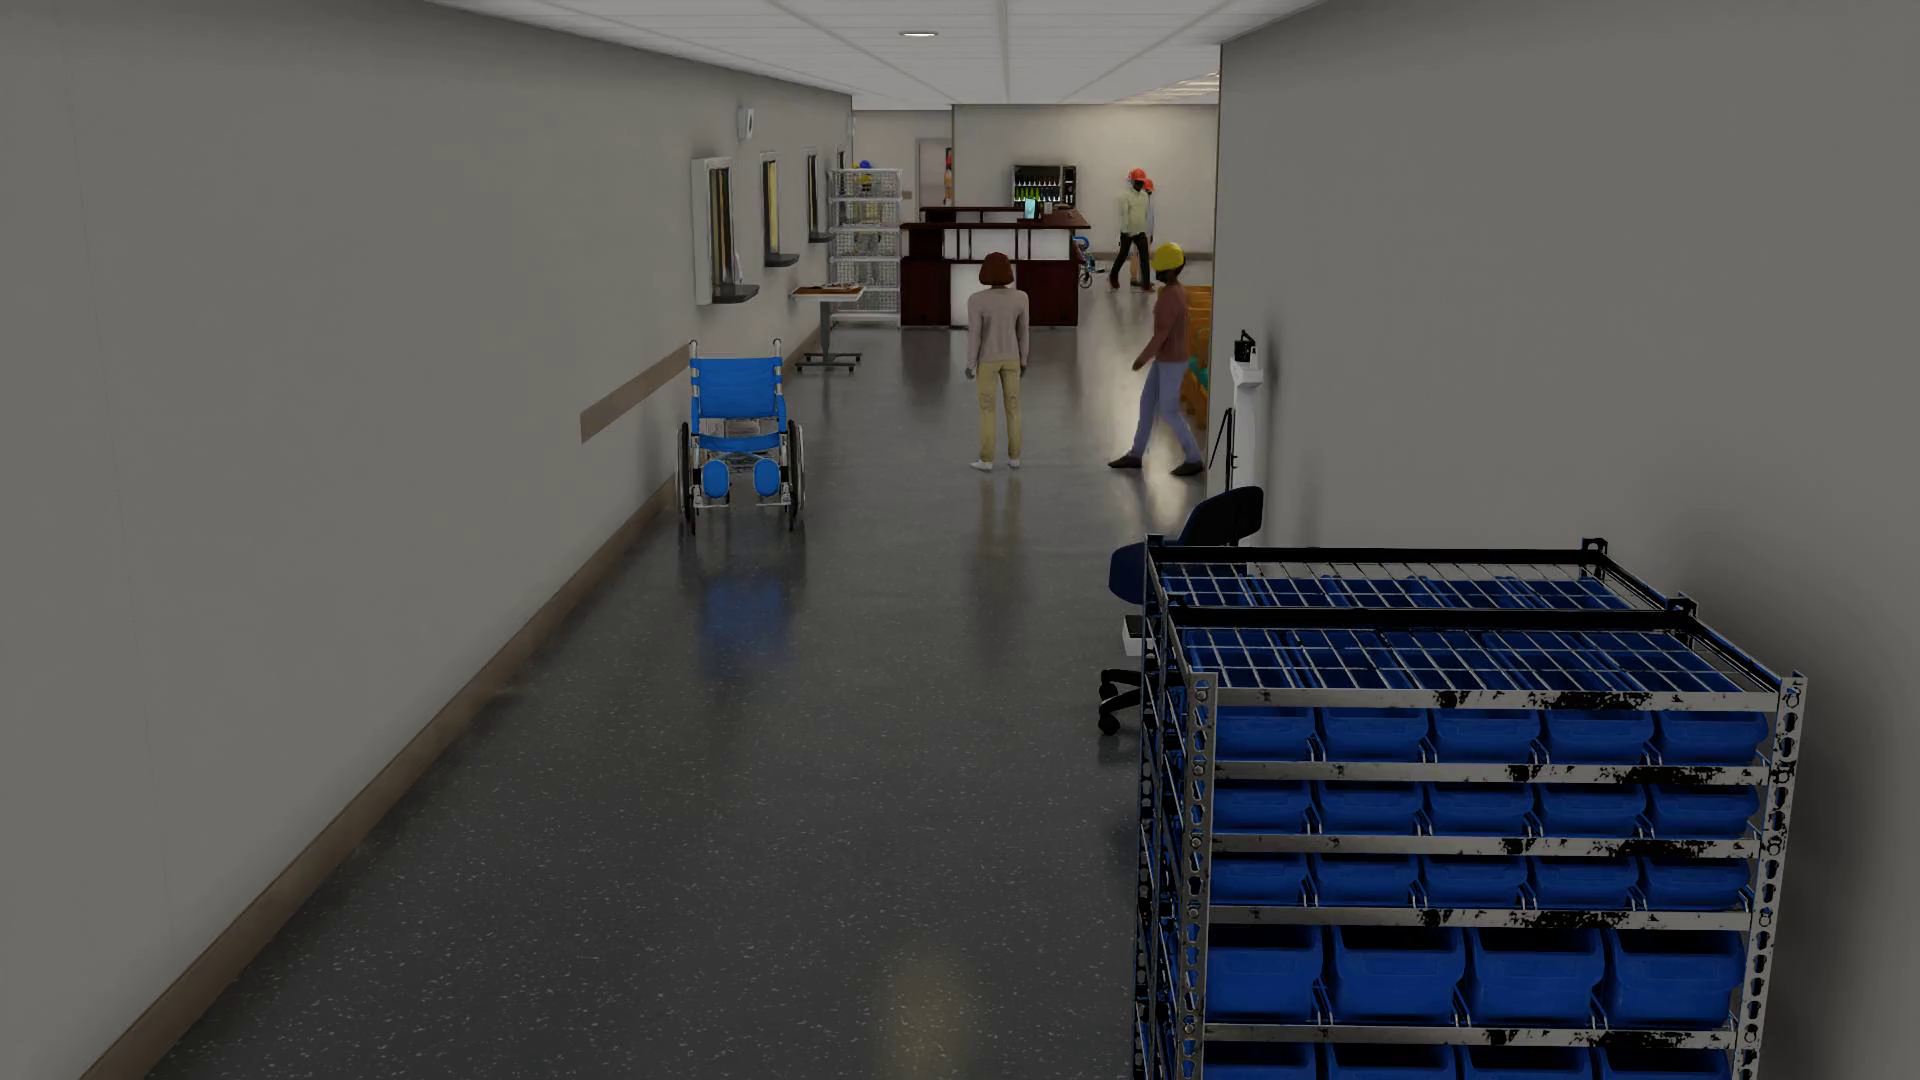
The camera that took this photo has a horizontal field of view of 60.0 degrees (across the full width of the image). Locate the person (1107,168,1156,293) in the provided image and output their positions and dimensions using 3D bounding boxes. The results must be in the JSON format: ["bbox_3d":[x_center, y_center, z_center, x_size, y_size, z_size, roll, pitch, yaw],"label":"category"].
[{"bbox_3d":[2.722,-4.929,26.436,0.598,1.950,1.005,-7,16,-27],"label":"person"}]

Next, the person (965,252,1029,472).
[{"bbox_3d":[0.279,-1.329,12.453,0.507,1.636,0.275,-6,15,-23],"label":"person"}]

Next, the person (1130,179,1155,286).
[{"bbox_3d":[3.016,-5.042,27.298,0.354,1.743,0.565,13,19,42],"label":"person"}]

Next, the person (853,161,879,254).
[{"bbox_3d":[-1.955,-6.688,33.620,0.628,1.910,0.864,6,15,23],"label":"person"}]

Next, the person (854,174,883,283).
[{"bbox_3d":[-1.519,-5.021,27.071,0.598,1.823,0.409,-11,17,-36],"label":"person"}]

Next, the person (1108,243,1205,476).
[{"bbox_3d":[1.491,-1.324,12.270,0.682,1.715,0.532,0,14,1],"label":"person"}]
